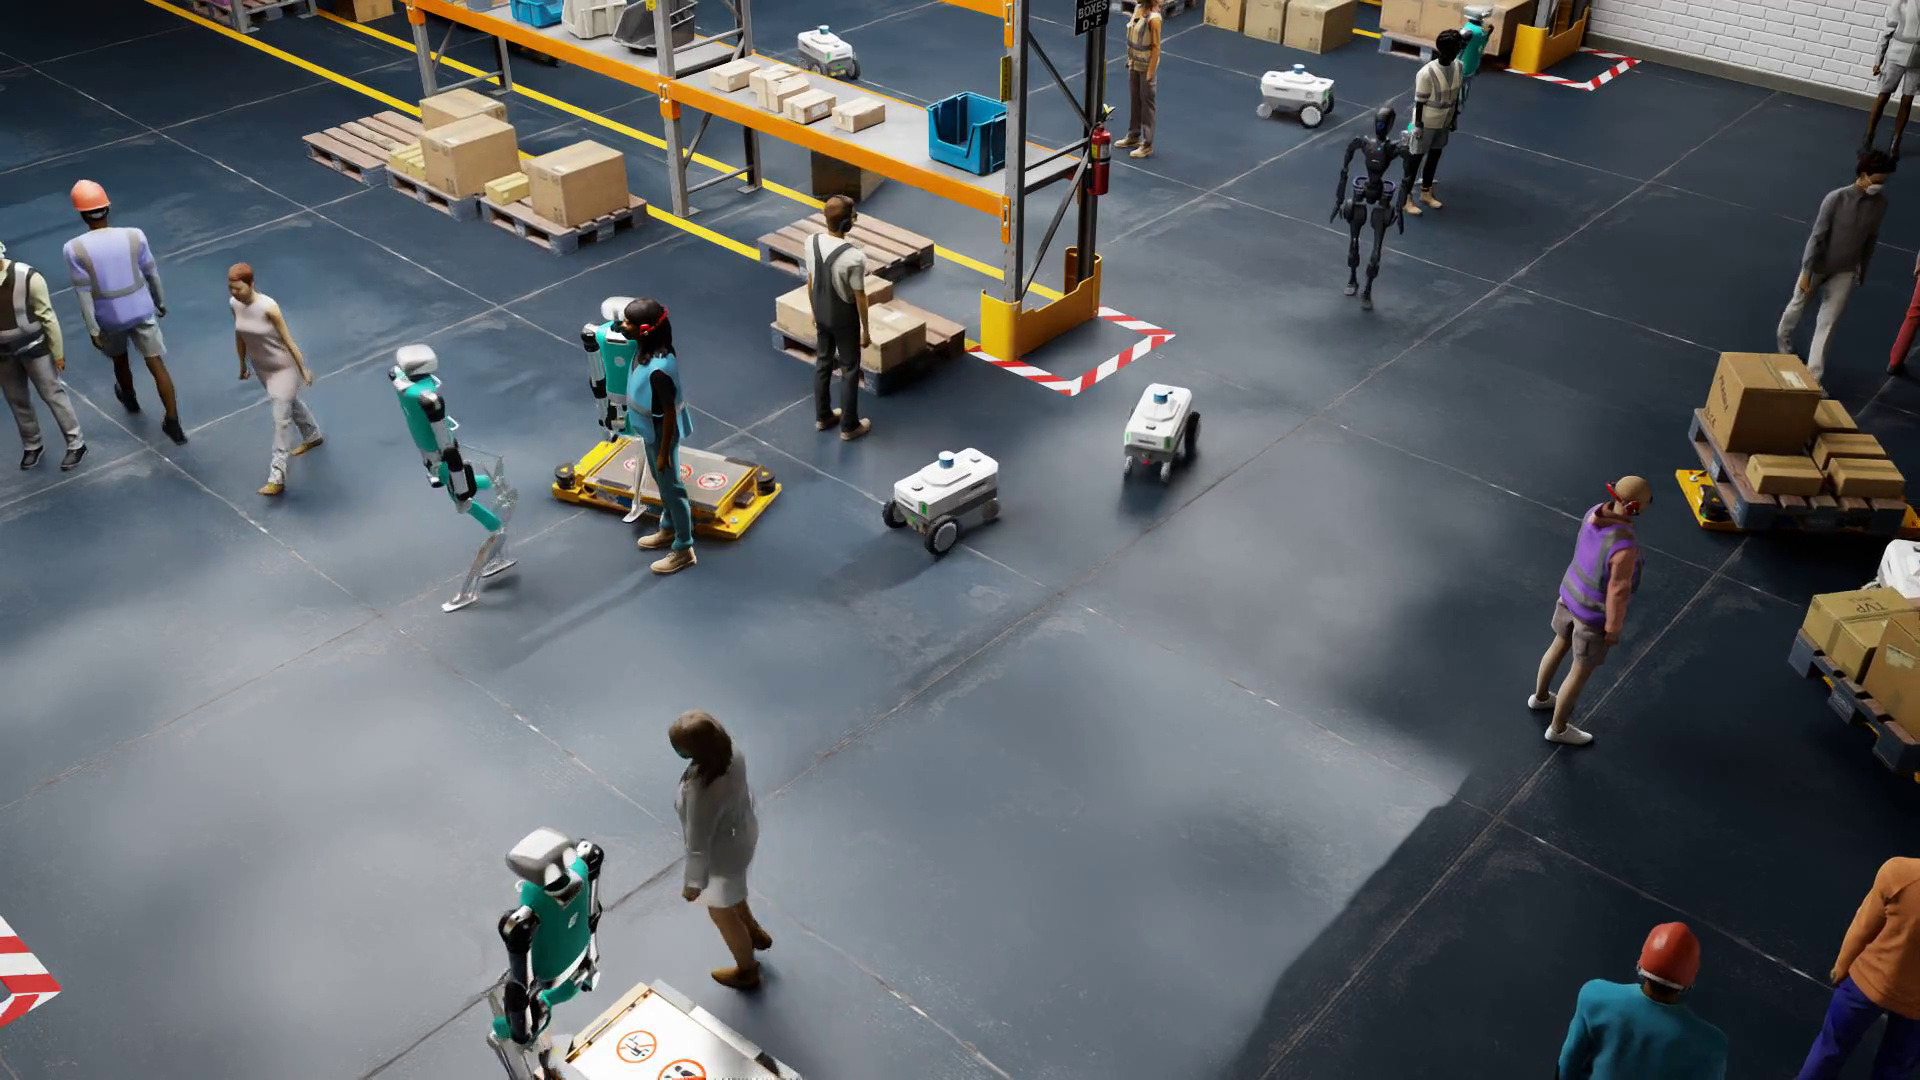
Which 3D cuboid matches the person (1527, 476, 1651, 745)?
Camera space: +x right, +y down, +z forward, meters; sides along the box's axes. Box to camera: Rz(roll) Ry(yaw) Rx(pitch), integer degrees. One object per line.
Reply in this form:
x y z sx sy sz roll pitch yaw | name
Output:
3.431 0.370 9.028 0.354 1.685 0.486 -2 35 -3 | person

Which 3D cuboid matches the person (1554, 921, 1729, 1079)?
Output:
2.559 2.169 6.394 0.563 1.717 0.831 27 43 33 | person

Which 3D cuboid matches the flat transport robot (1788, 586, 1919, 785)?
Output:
5.448 0.967 9.410 0.659 0.231 1.431 -6 35 -8 | flat transport robot

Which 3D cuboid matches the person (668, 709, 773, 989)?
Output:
-1.099 1.404 7.553 0.394 1.639 0.548 7 35 10 | person

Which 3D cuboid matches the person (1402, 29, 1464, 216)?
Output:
4.282 -3.780 15.032 0.532 1.693 0.320 -19 39 -25 | person

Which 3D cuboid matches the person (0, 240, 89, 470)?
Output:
-6.418 -1.308 11.342 0.599 1.823 0.403 0 35 -1 | person

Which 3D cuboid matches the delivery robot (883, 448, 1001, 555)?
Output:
-0.093 -0.307 10.997 0.789 0.587 0.499 -27 43 -34 | delivery robot

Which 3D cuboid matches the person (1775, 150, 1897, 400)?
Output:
6.528 -2.063 12.417 0.559 1.844 0.970 3 35 5 | person

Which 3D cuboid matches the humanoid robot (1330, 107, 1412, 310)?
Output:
3.316 -2.703 13.490 0.609 1.643 0.556 12 36 17 | humanoid robot

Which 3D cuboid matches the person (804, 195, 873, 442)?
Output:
-0.843 -1.544 11.671 0.514 1.834 0.355 20 40 27 | person

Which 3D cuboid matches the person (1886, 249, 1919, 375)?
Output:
7.386 -1.998 12.396 0.518 1.758 0.342 26 43 33 | person

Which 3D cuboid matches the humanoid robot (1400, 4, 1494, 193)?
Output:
4.441 -4.147 15.511 0.738 1.755 0.621 28 43 34 | humanoid robot

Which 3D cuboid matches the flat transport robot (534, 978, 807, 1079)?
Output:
-1.138 2.458 7.249 1.431 0.231 0.659 24 41 30 | flat transport robot

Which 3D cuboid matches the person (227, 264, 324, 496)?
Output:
-4.693 -1.119 11.251 0.509 1.600 0.924 14 37 19 | person

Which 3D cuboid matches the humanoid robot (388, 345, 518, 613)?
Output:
-2.973 -0.440 10.161 0.816 1.780 0.535 -25 42 -31 | humanoid robot

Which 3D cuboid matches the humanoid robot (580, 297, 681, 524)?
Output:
-2.014 -0.890 10.686 0.533 1.681 0.735 7 35 9 | humanoid robot

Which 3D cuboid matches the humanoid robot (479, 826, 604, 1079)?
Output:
-1.810 1.819 6.891 0.786 1.785 0.543 16 38 21 | humanoid robot

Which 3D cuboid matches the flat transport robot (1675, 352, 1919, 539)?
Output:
5.665 -0.290 11.230 1.431 0.231 0.659 3 35 4 | flat transport robot

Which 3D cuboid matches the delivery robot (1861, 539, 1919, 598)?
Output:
5.790 0.332 10.070 0.524 0.586 0.748 10 36 14 | delivery robot

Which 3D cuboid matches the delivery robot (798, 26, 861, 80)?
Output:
-1.470 -5.331 18.299 0.499 0.614 0.804 -21 40 -27 | delivery robot

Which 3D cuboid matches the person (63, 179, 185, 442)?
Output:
-5.939 -1.658 11.785 0.558 1.895 0.941 -21 40 -27 | person

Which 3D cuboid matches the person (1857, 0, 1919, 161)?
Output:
9.147 -4.635 16.073 0.546 1.924 0.382 14 37 19 | person

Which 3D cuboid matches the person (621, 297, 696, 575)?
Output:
-1.871 -0.654 10.352 0.392 1.866 0.516 -13 37 -18 | person

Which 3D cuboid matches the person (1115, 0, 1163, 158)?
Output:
1.760 -4.612 16.163 0.312 1.778 0.469 -14 37 -19 | person

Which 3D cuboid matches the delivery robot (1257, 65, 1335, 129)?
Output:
3.493 -4.634 17.255 0.759 0.575 0.499 14 37 20 | delivery robot

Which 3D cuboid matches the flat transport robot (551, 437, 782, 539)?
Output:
-2.008 -0.383 11.366 1.431 0.231 0.659 13 37 18 | flat transport robot

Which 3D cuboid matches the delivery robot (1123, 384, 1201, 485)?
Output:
1.395 -0.802 11.692 0.499 0.563 0.738 11 36 16 | delivery robot

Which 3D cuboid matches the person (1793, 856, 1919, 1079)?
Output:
3.819 1.791 6.723 0.519 1.972 0.404 19 39 25 | person
